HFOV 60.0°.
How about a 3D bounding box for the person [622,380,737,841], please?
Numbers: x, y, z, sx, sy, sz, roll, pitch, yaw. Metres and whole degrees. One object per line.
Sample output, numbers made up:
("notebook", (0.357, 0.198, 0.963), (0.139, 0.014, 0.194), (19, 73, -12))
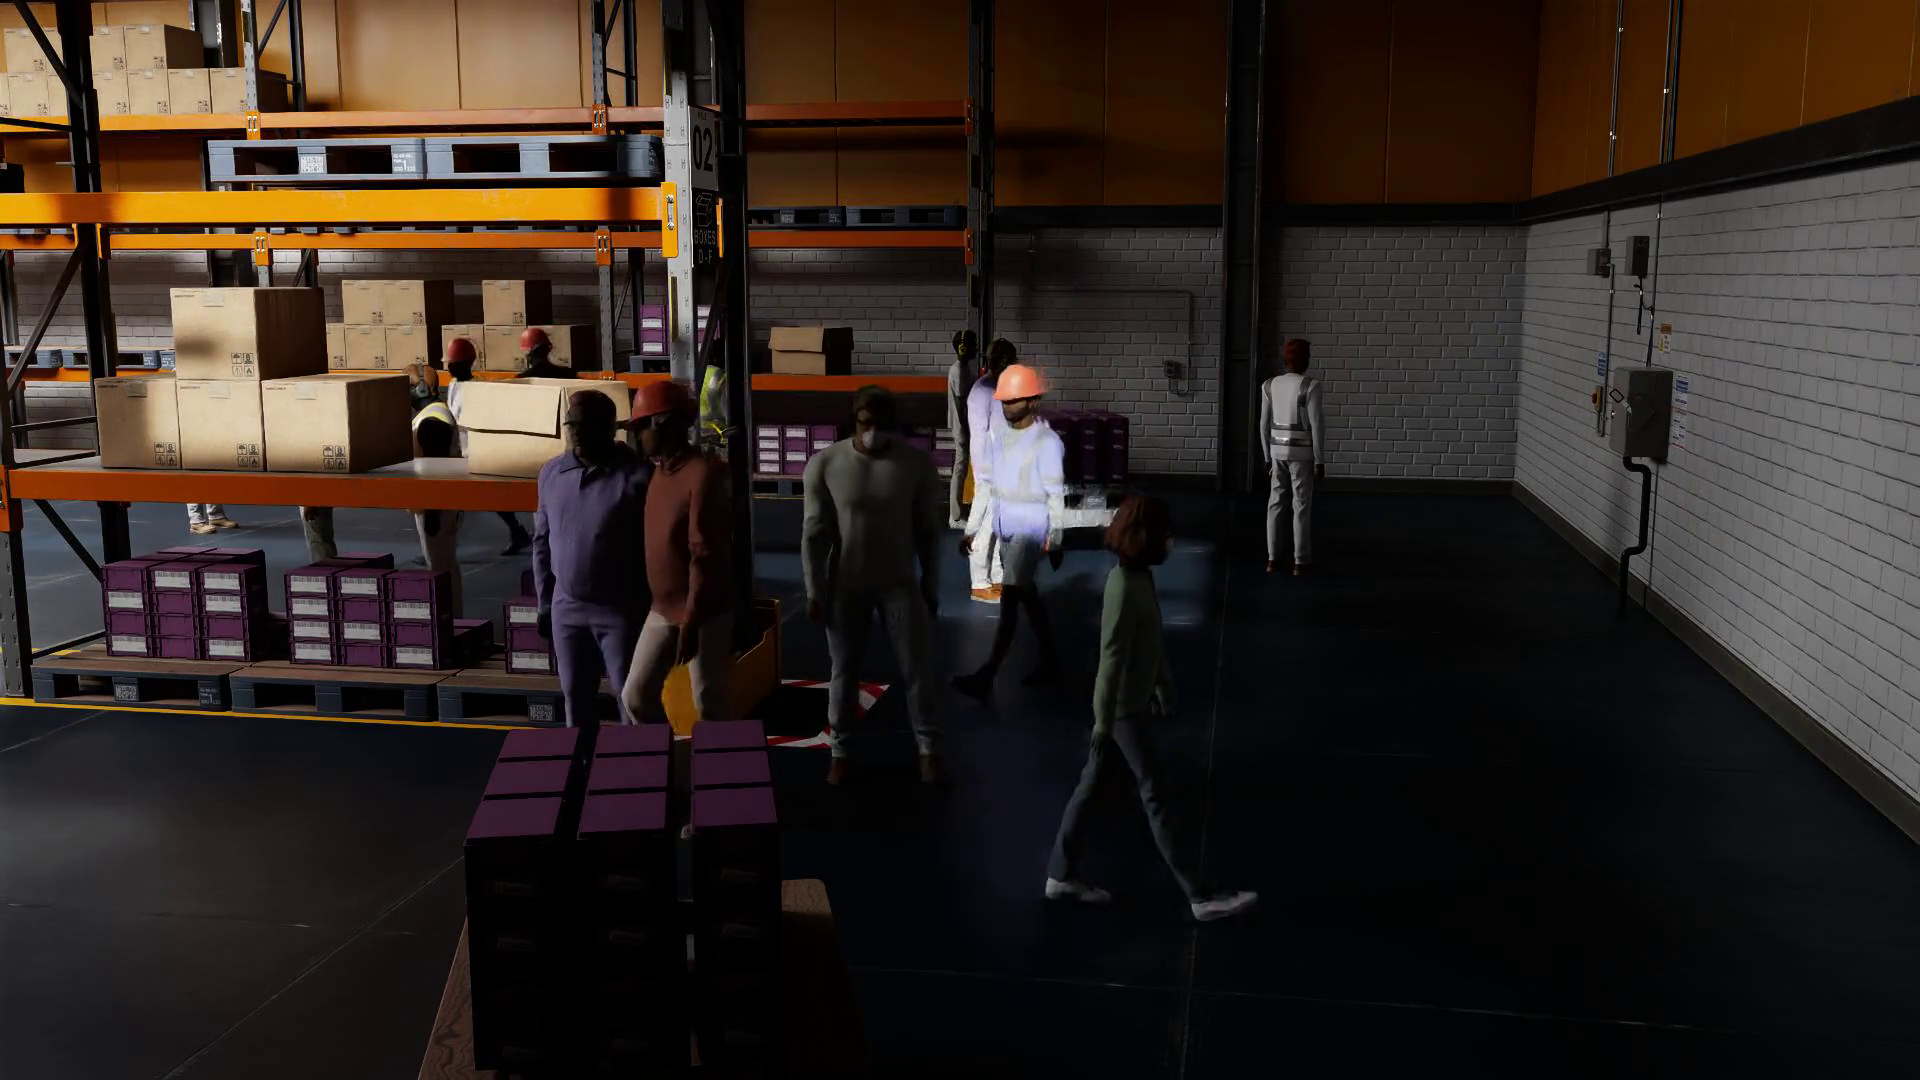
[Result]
("person", (-1.218, 0.315, 7.001), (0.601, 1.953, 0.603), (-8, 12, -42))

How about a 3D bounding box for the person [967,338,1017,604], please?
("person", (0.262, -0.508, 12.180), (0.359, 1.933, 0.625), (4, 10, 26))

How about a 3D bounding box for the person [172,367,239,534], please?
("person", (-6.990, -0.987, 15.428), (0.429, 1.845, 0.622), (2, 9, 14))

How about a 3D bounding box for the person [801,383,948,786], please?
("person", (-0.416, 0.221, 7.732), (0.653, 1.913, 0.448), (-1, 9, -3))

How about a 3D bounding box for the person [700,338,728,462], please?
("person", (-2.127, -0.840, 14.514), (0.630, 1.842, 0.429), (8, 12, 41))

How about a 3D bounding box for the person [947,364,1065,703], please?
("person", (0.275, -0.044, 9.431), (0.954, 1.887, 0.557), (-7, 11, -36))

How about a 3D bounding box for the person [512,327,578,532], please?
("person", (-3.454, -0.821, 14.051), (0.621, 1.956, 0.930), (-5, 10, -29))

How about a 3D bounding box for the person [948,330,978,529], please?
("person", (0.042, -1.034, 15.629), (0.316, 1.870, 0.531), (0, 9, -2))

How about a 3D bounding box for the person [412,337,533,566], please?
("person", (-4.043, -0.747, 13.829), (1.035, 1.885, 0.555), (-6, 11, -32))

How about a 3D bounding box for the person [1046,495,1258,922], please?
("person", (0.701, 0.626, 6.180), (0.843, 1.589, 0.543), (2, 9, 11))

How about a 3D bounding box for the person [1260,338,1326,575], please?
("person", (2.662, -0.660, 13.266), (0.353, 1.883, 0.573), (-9, 13, -44))

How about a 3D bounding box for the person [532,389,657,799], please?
("person", (-1.592, 0.288, 7.319), (0.652, 1.904, 0.403), (3, 10, 16))

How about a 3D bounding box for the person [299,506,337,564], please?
("person", (-4.455, -0.339, 11.431), (0.404, 1.831, 0.600), (-3, 10, -18))

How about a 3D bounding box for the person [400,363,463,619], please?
("person", (-3.398, -0.215, 10.678), (0.430, 1.835, 0.621), (-4, 10, -22))
